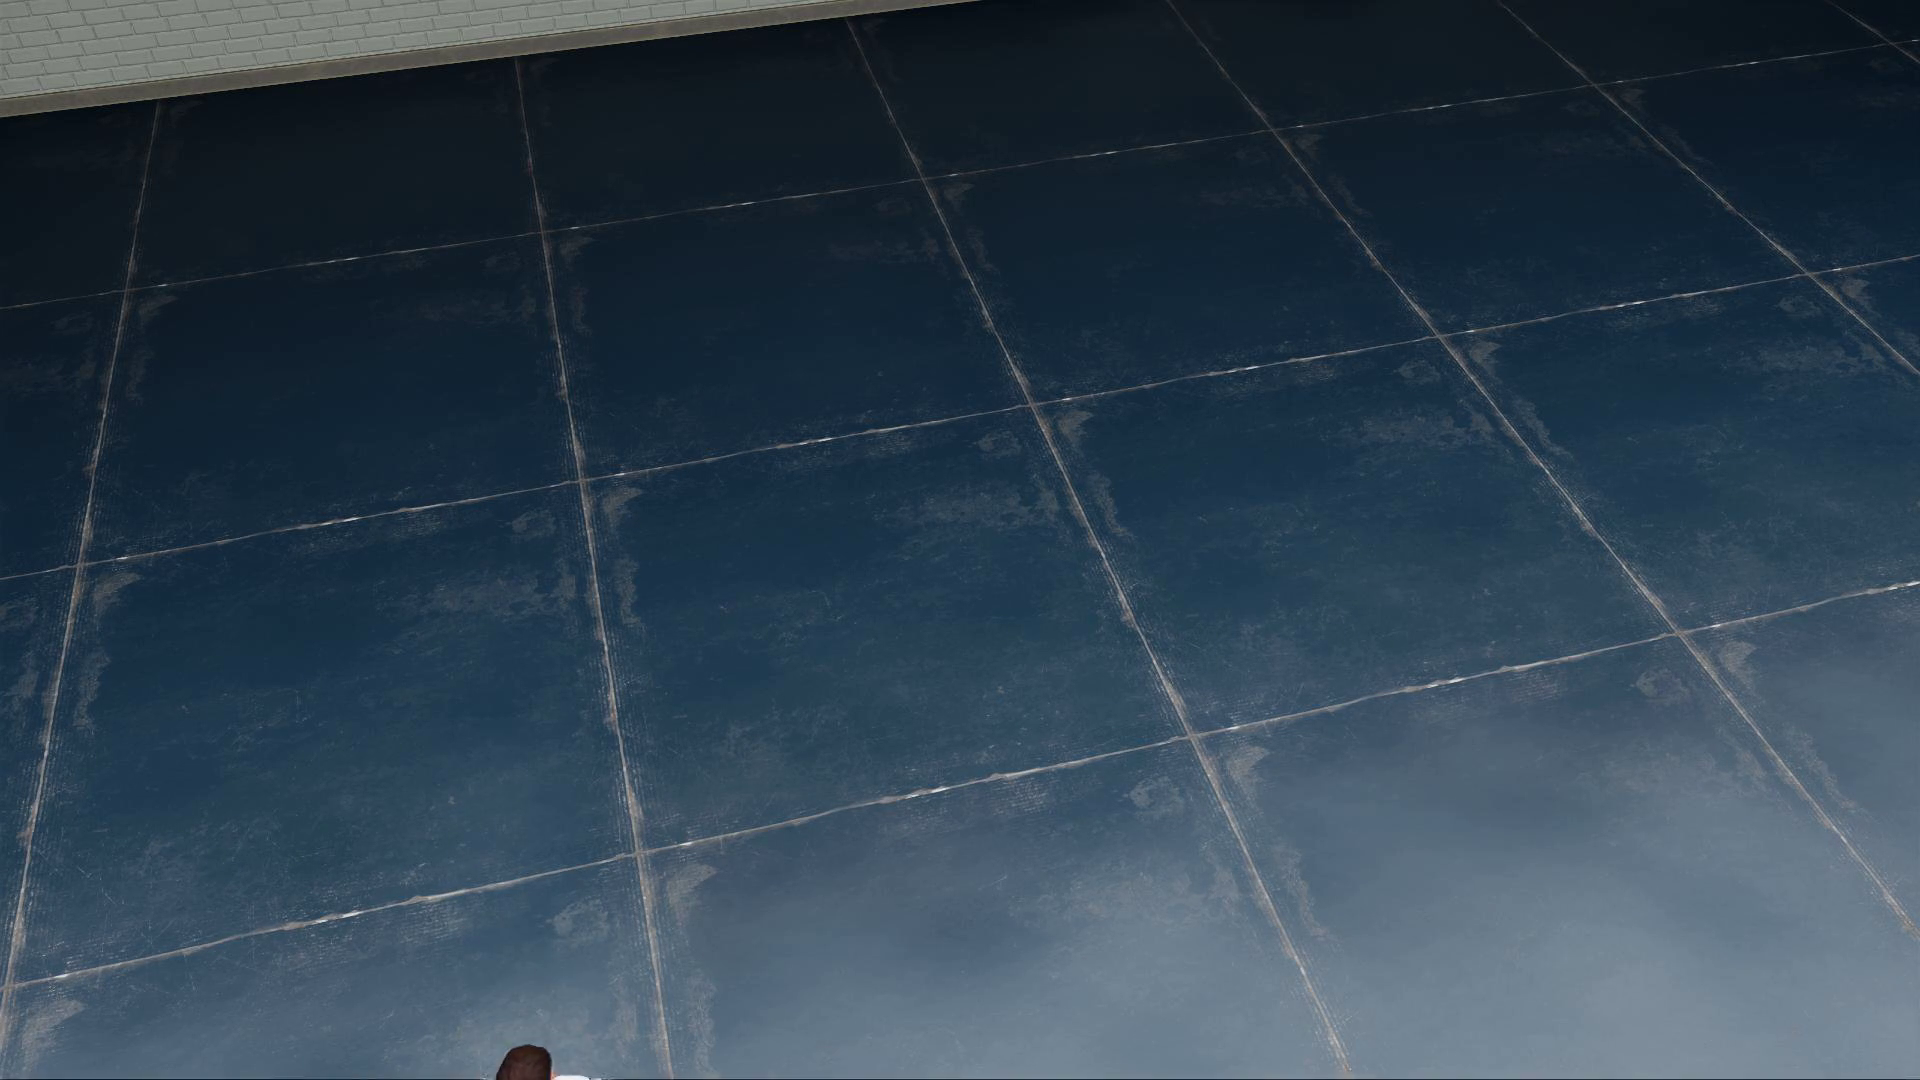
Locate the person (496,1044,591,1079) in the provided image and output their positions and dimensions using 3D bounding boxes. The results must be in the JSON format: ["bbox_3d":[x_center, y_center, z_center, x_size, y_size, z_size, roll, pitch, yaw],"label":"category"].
[{"bbox_3d":[-1.530,2.363,6.429,0.667,1.675,1.106,-12,44,-13],"label":"person"}]
